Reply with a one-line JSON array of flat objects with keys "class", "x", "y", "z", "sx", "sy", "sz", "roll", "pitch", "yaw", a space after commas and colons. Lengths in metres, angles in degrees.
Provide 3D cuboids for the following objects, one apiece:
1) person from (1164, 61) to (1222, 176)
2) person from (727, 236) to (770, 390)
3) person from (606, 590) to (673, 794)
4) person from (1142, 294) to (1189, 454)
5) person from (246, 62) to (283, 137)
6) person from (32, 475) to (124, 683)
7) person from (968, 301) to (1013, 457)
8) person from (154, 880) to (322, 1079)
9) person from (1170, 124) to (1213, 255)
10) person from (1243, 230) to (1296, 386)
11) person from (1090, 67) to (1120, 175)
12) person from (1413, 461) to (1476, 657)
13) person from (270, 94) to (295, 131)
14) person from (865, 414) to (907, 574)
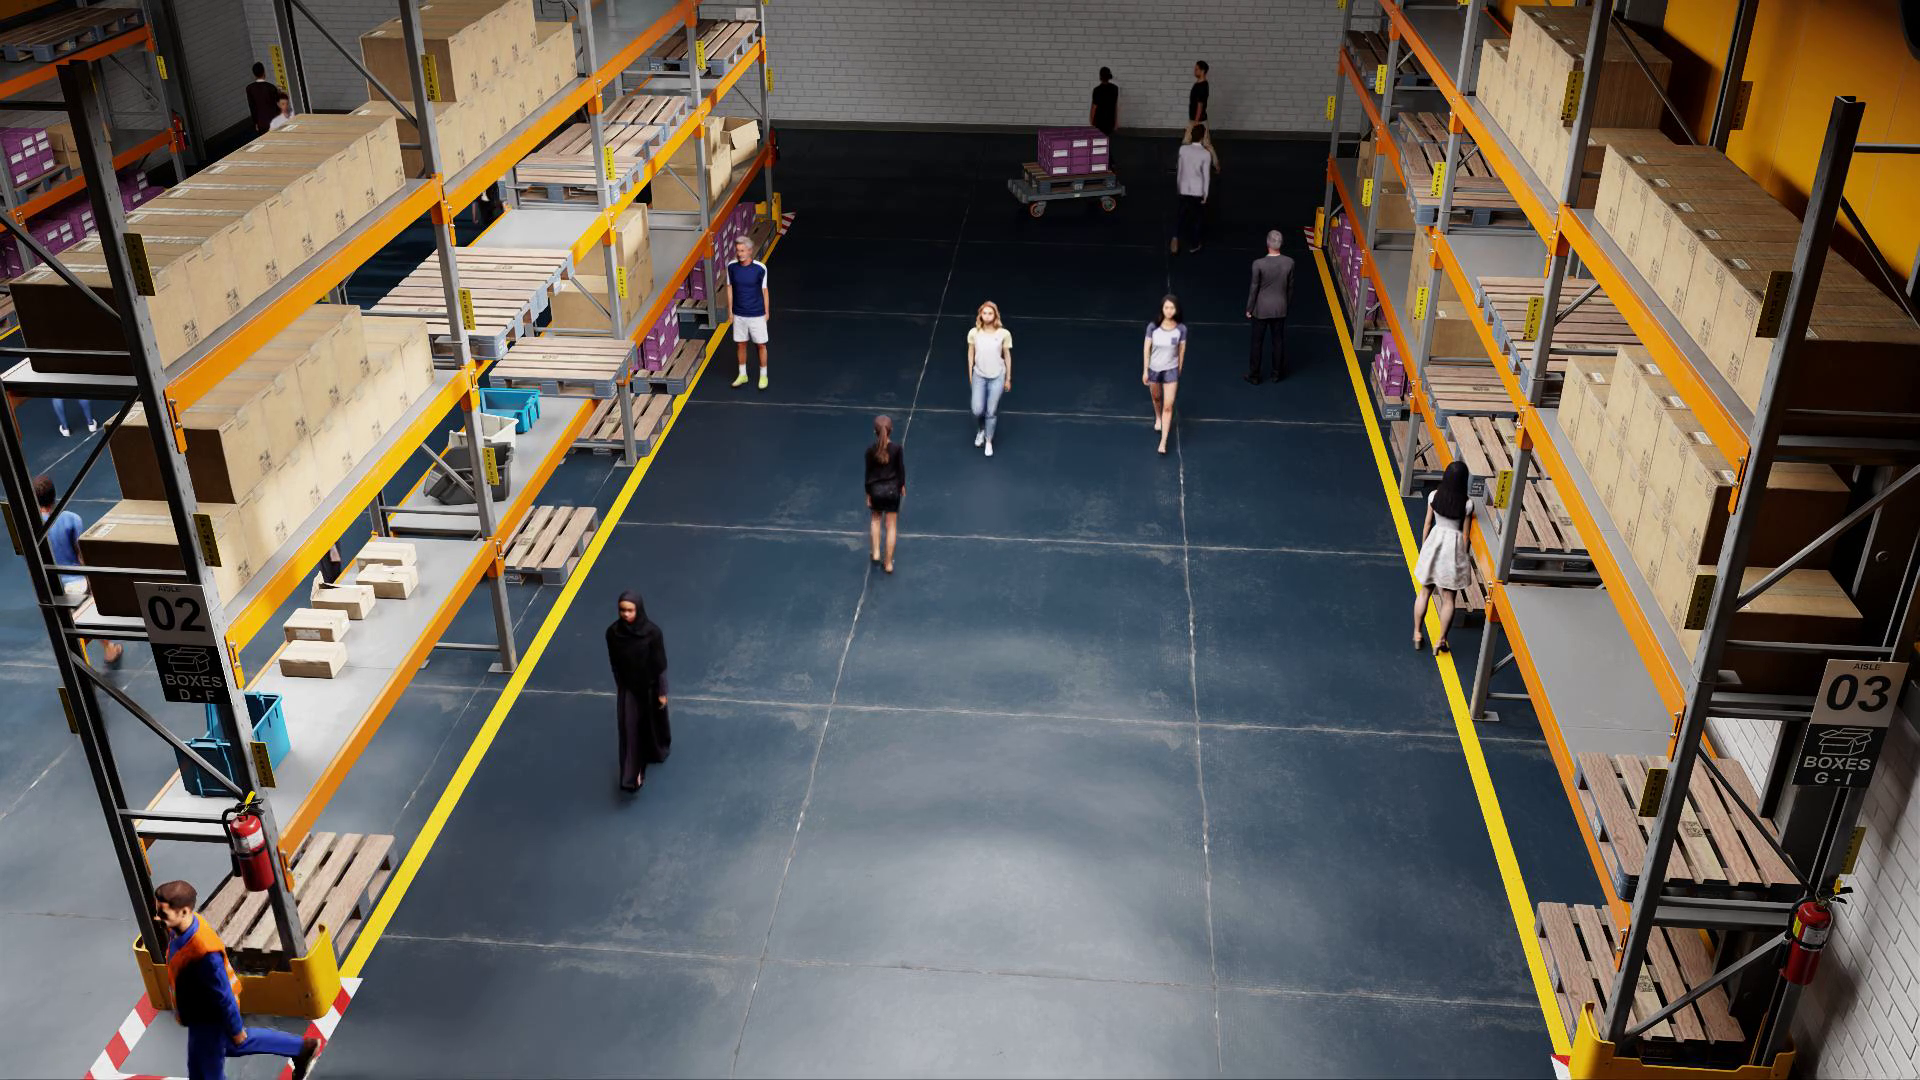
[{"class": "person", "x": 3.912, "y": -6.699, "z": 26.619, "sx": 0.847, "sy": 1.810, "sz": 1.133, "roll": -1, "pitch": 29, "yaw": -3}, {"class": "person", "x": -2.425, "y": -2.627, "z": 19.128, "sx": 0.647, "sy": 1.836, "sz": 0.546, "roll": 5, "pitch": 29, "yaw": 8}, {"class": "person", "x": -2.390, "y": 1.050, "z": 12.626, "sx": 0.687, "sy": 1.606, "sz": 1.121, "roll": -1, "pitch": 29, "yaw": -1}, {"class": "person", "x": 2.183, "y": -1.842, "z": 17.881, "sx": 0.674, "sy": 1.651, "sz": 1.144, "roll": 5, "pitch": 29, "yaw": 9}, {"class": "person", "x": -10.991, "y": -6.659, "z": 26.481, "sx": 0.710, "sy": 1.873, "sz": 0.643, "roll": -1, "pitch": 29, "yaw": -3}, {"class": "person", "x": -7.314, "y": 0.389, "z": 13.594, "sx": 0.849, "sy": 1.841, "sz": 0.996, "roll": -10, "pitch": 30, "yaw": -18}, {"class": "person", "x": 0.316, "y": -1.738, "z": 17.624, "sx": 0.622, "sy": 1.714, "sz": 0.640, "roll": 2, "pitch": 29, "yaw": 3}, {"class": "person", "x": -4.171, "y": 2.640, "z": 9.473, "sx": 1.265, "sy": 1.835, "sz": 1.158, "roll": -25, "pitch": 37, "yaw": -38}, {"class": "person", "x": 3.205, "y": -4.863, "z": 23.227, "sx": 0.915, "sy": 1.835, "sz": 1.104, "roll": 16, "pitch": 32, "yaw": 26}, {"class": "person", "x": 3.582, "y": -2.694, "z": 19.250, "sx": 0.774, "sy": 1.837, "sz": 0.703, "roll": -5, "pitch": 29, "yaw": -9}, {"class": "person", "x": 2.346, "y": -6.643, "z": 26.592, "sx": 1.088, "sy": 1.737, "sz": 1.209, "roll": -18, "pitch": 33, "yaw": -30}, {"class": "person", "x": 4.109, "y": 0.149, "z": 14.108, "sx": 0.776, "sy": 1.769, "sz": 0.800, "roll": 19, "pitch": 34, "yaw": 30}, {"class": "person", "x": -9.975, "y": -5.725, "z": 24.826, "sx": 1.148, "sy": 1.818, "sz": 1.299, "roll": -17, "pitch": 33, "yaw": -28}, {"class": "person", "x": -0.689, "y": -0.412, "z": 15.374, "sx": 0.555, "sy": 1.541, "sz": 0.647, "roll": -1, "pitch": 29, "yaw": -1}]
